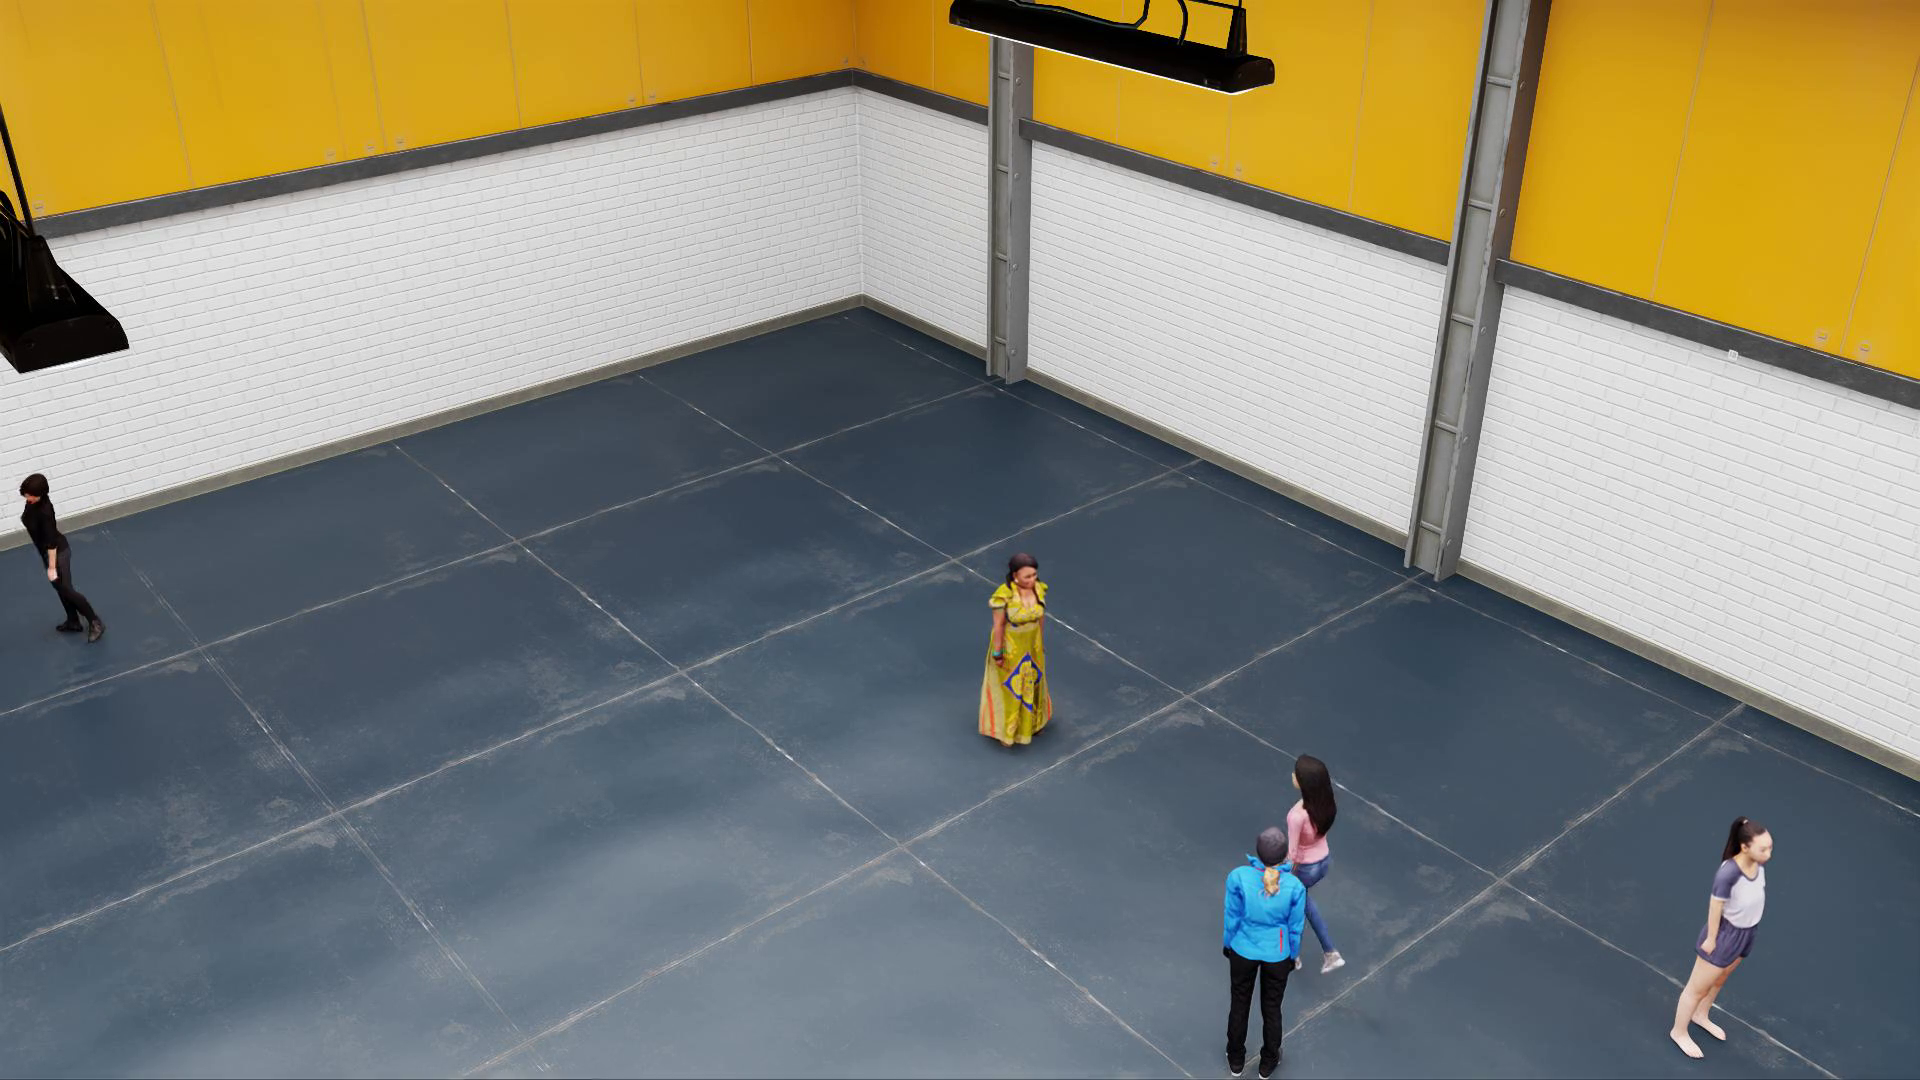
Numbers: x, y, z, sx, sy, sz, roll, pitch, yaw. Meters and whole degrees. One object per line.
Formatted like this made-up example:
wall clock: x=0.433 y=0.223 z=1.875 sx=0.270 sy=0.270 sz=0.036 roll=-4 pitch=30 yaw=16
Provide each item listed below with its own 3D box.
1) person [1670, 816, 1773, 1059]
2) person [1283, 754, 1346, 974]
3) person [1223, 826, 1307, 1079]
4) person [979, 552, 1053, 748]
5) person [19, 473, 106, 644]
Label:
person: x=4.591 y=2.367 z=10.001 sx=0.610 sy=1.650 sz=0.542 roll=-18 pitch=33 yaw=-29
person: x=2.225 y=2.092 z=10.423 sx=0.603 sy=1.728 sz=0.781 roll=-23 pitch=36 yaw=-35
person: x=1.758 y=2.425 z=9.743 sx=0.642 sy=1.795 sz=0.748 roll=8 pitch=30 yaw=14
person: x=0.439 y=0.817 z=12.838 sx=0.840 sy=1.655 sz=0.766 roll=-18 pitch=33 yaw=-30
person: x=-7.741 y=0.104 z=14.194 sx=0.734 sy=1.607 sz=0.503 roll=-13 pitch=31 yaw=-22
